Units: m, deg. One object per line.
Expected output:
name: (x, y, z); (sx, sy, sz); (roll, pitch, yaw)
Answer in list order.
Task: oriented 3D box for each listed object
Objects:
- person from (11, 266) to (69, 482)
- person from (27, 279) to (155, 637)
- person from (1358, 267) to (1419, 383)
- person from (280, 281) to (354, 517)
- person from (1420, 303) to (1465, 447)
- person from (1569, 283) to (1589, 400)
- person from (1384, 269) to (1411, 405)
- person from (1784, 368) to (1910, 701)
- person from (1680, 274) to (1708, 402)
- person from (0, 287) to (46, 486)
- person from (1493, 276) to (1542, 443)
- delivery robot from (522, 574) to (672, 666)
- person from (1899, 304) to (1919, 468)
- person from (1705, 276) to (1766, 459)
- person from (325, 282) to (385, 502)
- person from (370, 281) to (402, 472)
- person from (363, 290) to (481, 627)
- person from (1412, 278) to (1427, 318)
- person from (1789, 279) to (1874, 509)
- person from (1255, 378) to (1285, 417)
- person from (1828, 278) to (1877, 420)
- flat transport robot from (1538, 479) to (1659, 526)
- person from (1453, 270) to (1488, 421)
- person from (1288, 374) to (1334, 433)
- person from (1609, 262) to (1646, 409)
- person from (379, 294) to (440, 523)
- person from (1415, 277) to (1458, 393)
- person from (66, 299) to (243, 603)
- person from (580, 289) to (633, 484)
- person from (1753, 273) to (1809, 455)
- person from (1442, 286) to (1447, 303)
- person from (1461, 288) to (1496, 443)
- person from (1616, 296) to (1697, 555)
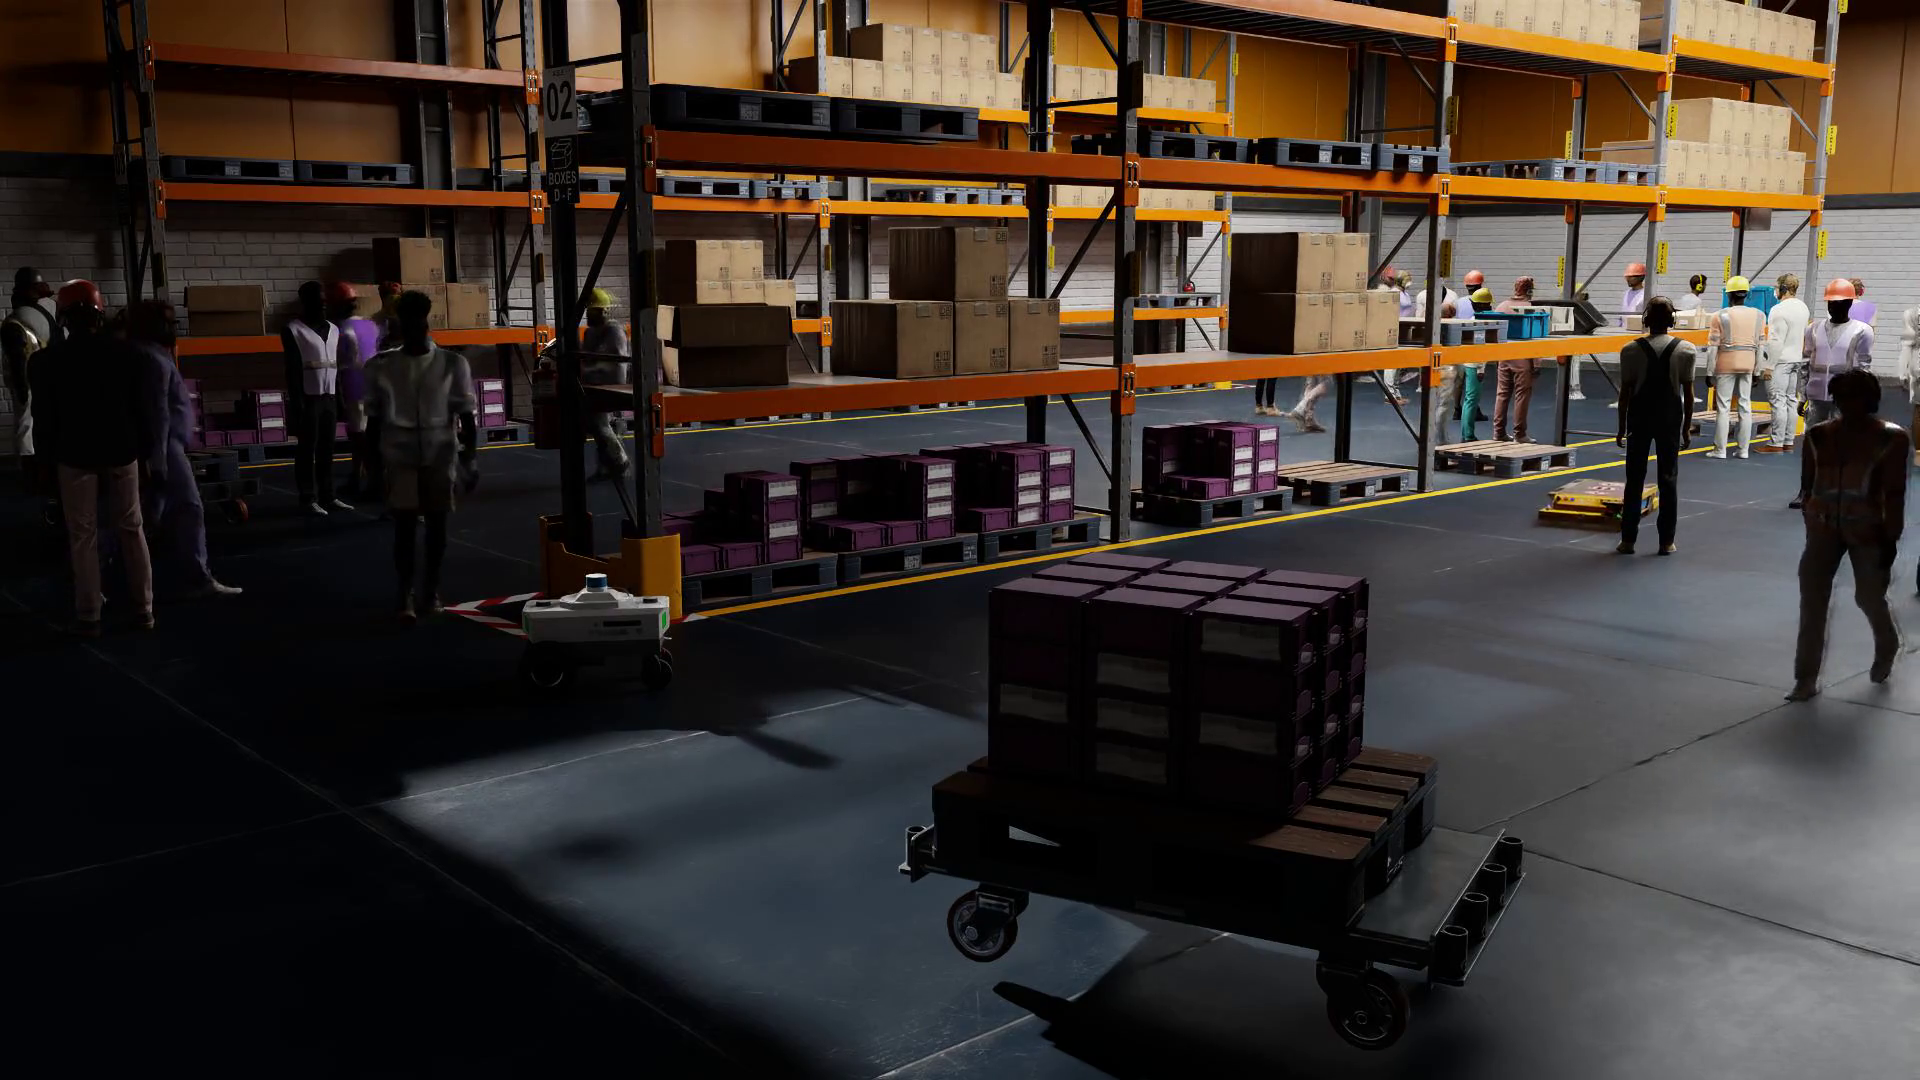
person: (-8.655, -1.549, 15.610); (0.538, 2.000, 0.681); (2, 10, 14)
person: (-4.857, -0.454, 9.329); (0.612, 1.995, 0.393); (-8, 13, -39)
person: (7.157, -3.582, 27.799); (1.037, 1.933, 0.654); (6, 12, 33)
person: (-5.308, -1.163, 13.704); (0.392, 1.920, 0.591); (3, 10, 19)
person: (5.258, -1.775, 18.217); (0.616, 1.642, 0.527); (-8, 12, -38)
person: (9.158, -2.915, 24.514); (0.507, 1.717, 0.711); (-5, 11, -27)
person: (6.283, -2.901, 23.824); (0.372, 1.940, 0.632); (6, 11, 31)
person: (4.344, -0.043, 8.071); (0.808, 1.605, 0.510); (-8, 13, -40)
person: (10.640, -2.922, 24.185); (0.377, 1.860, 0.556); (-1, 10, -7)
person: (-8.652, -1.428, 15.492); (0.430, 1.841, 0.624); (-2, 10, -13)
person: (6.376, -2.047, 18.960); (0.402, 1.900, 0.636); (-7, 12, -36)
delivery robot: (-1.785, 0.410, 8.210); (0.707, 0.478, 0.477); (-2, 10, -9)
person: (9.612, -1.683, 16.445); (0.630, 2.023, 0.759); (7, 12, 35)
person: (8.109, -1.801, 17.450); (0.589, 1.918, 0.402); (0, 10, -2)
person: (-5.314, -1.269, 14.392); (0.767, 1.894, 0.546); (3, 10, 15)
person: (-5.549, -1.579, 16.244); (0.360, 1.884, 0.574); (-8, 13, -40)
person: (-3.103, -0.467, 9.606); (0.630, 1.917, 0.958); (-3, 10, -18)
person: (7.549, -3.386, 26.930); (0.579, 1.850, 0.538); (5, 11, 27)
person: (7.267, -1.200, 13.870); (0.542, 1.938, 0.357); (9, 13, 44)
person: (4.118, -2.485, 22.095); (0.317, 1.696, 0.538); (-4, 11, -24)
person: (11.154, -2.351, 20.869); (0.565, 1.847, 0.396); (2, 10, 11)
flat transport robot: (5.242, -0.319, 13.579); (0.652, 0.197, 1.431); (6, 11, 32)
person: (6.604, -2.500, 21.466); (0.347, 1.943, 0.545); (-9, 13, -41)
person: (4.238, -2.252, 19.874); (0.474, 1.982, 0.611); (-1, 10, -5)
person: (9.242, -2.787, 22.852); (0.390, 2.041, 0.614); (-3, 10, -18)
person: (-4.421, -1.041, 13.276); (0.588, 1.822, 0.403); (5, 11, 26)
person: (7.369, -3.215, 25.800); (0.647, 1.897, 0.399); (0, 10, 2)
person: (-4.974, -0.529, 10.140); (0.888, 1.877, 0.651); (-7, 12, -35)
person: (-3.332, -1.416, 15.463); (0.421, 1.822, 0.616); (-9, 13, -43)
person: (8.819, -1.878, 17.834); (0.637, 1.938, 0.357); (-8, 12, -38)
person: (7.234, -2.996, 25.097); (0.530, 1.692, 0.322); (-6, 11, -31)
person: (5.781, -1.915, 18.558); (0.312, 1.769, 0.525); (2, 10, 10)
person: (4.936, -0.807, 11.835); (0.508, 1.847, 0.345); (3, 10, 18)
